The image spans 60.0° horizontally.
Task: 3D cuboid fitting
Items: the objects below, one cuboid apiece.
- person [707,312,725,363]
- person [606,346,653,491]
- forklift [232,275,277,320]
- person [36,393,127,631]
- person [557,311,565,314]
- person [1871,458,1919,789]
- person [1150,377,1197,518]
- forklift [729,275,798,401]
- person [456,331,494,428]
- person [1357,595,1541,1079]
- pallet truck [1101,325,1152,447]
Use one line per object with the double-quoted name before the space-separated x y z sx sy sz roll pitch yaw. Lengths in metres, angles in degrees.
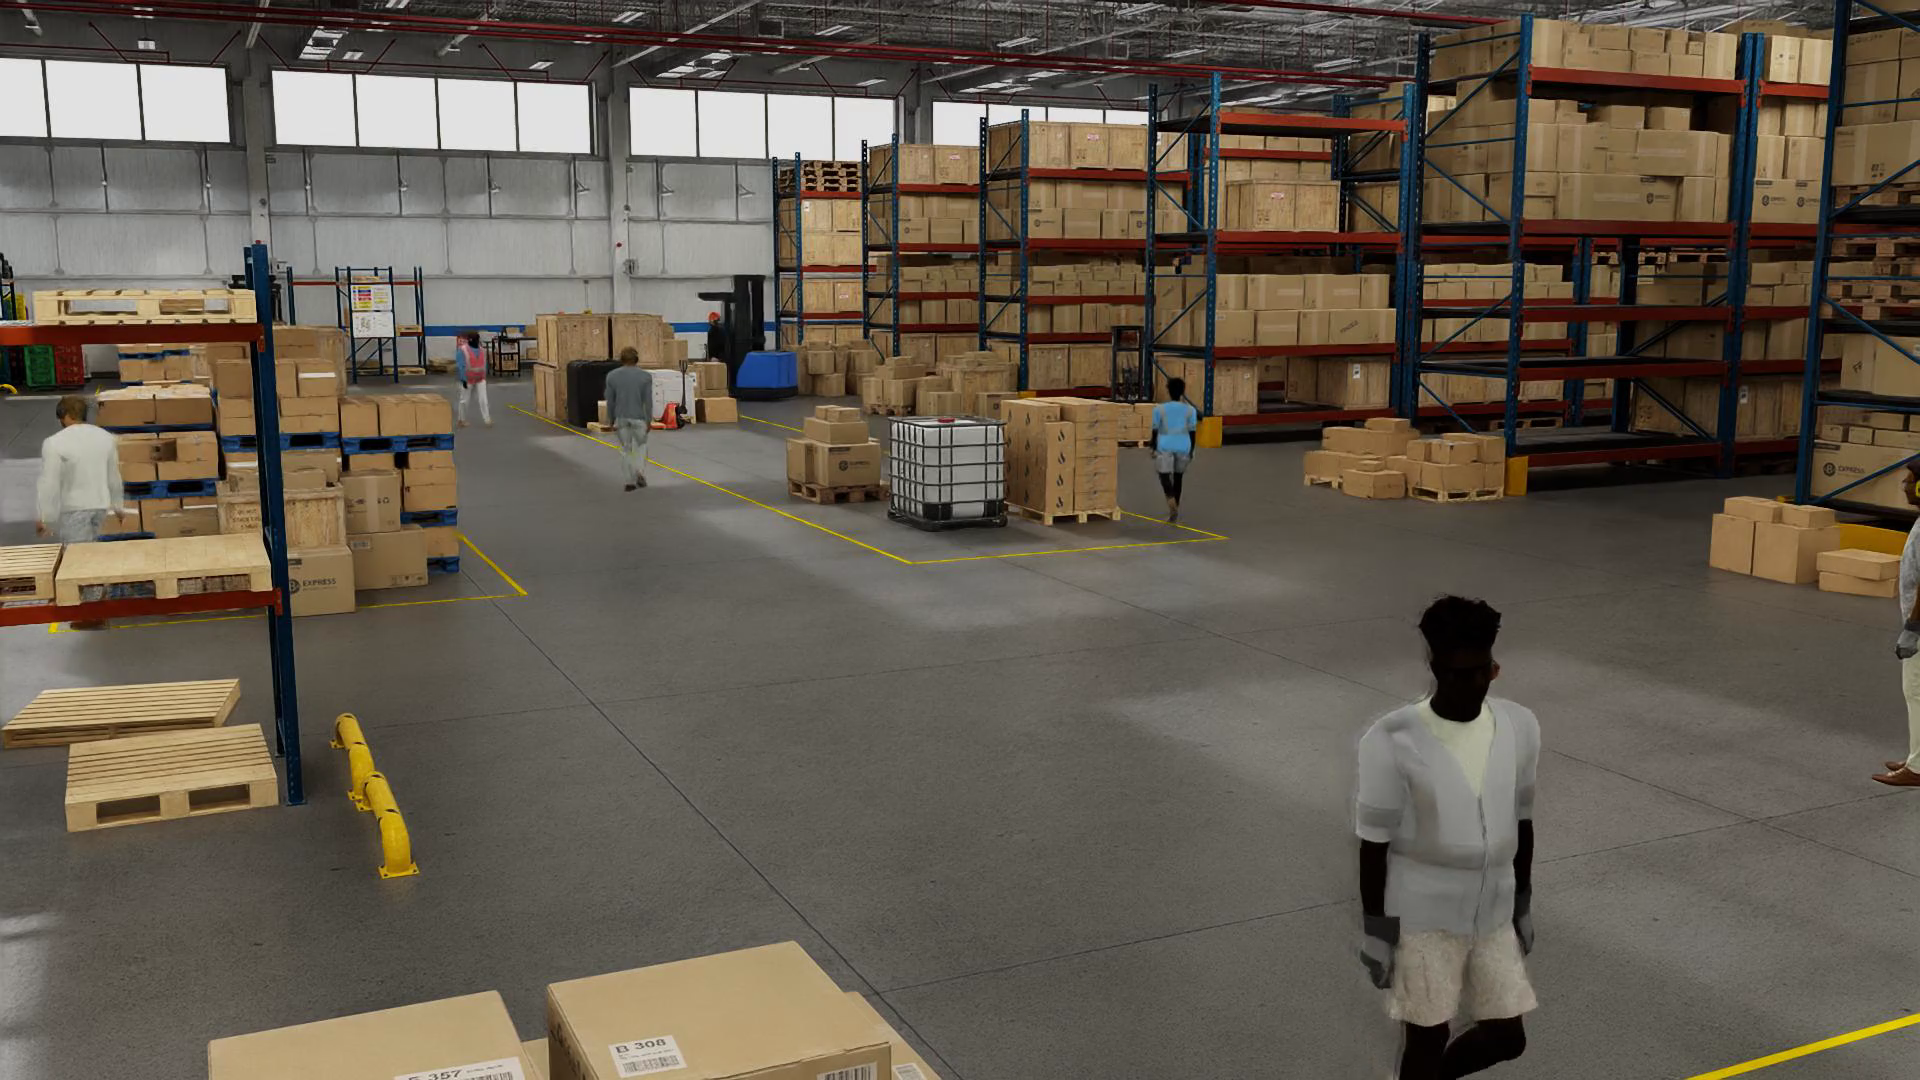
"person" -5.506 -4.123 37.405 0.379 1.996 0.609 4 10 21
"person" -4.359 -1.600 22.005 0.636 1.922 0.495 0 9 -2
"forklift" -16.359 -4.777 38.723 1.129 2.768 1.873 -4 10 -23
"person" -7.118 -0.222 13.446 0.536 1.911 0.753 3 10 21
"person" -9.645 -4.557 40.272 0.364 1.939 0.542 0 9 0
"person" 5.389 0.465 9.332 0.310 1.868 0.533 9 13 43
"person" 2.508 -1.063 19.400 0.538 1.676 0.685 -1 9 -5
"forklift" -4.713 -4.585 37.534 1.873 2.768 1.129 3 10 20
"person" -9.082 -2.985 30.965 0.613 1.807 0.952 -8 12 -42
"person" 1.480 1.112 5.064 0.627 1.945 0.465 -3 10 -16
"pallet truck" 2.881 -2.596 27.923 0.823 1.965 1.885 -1 9 -7
